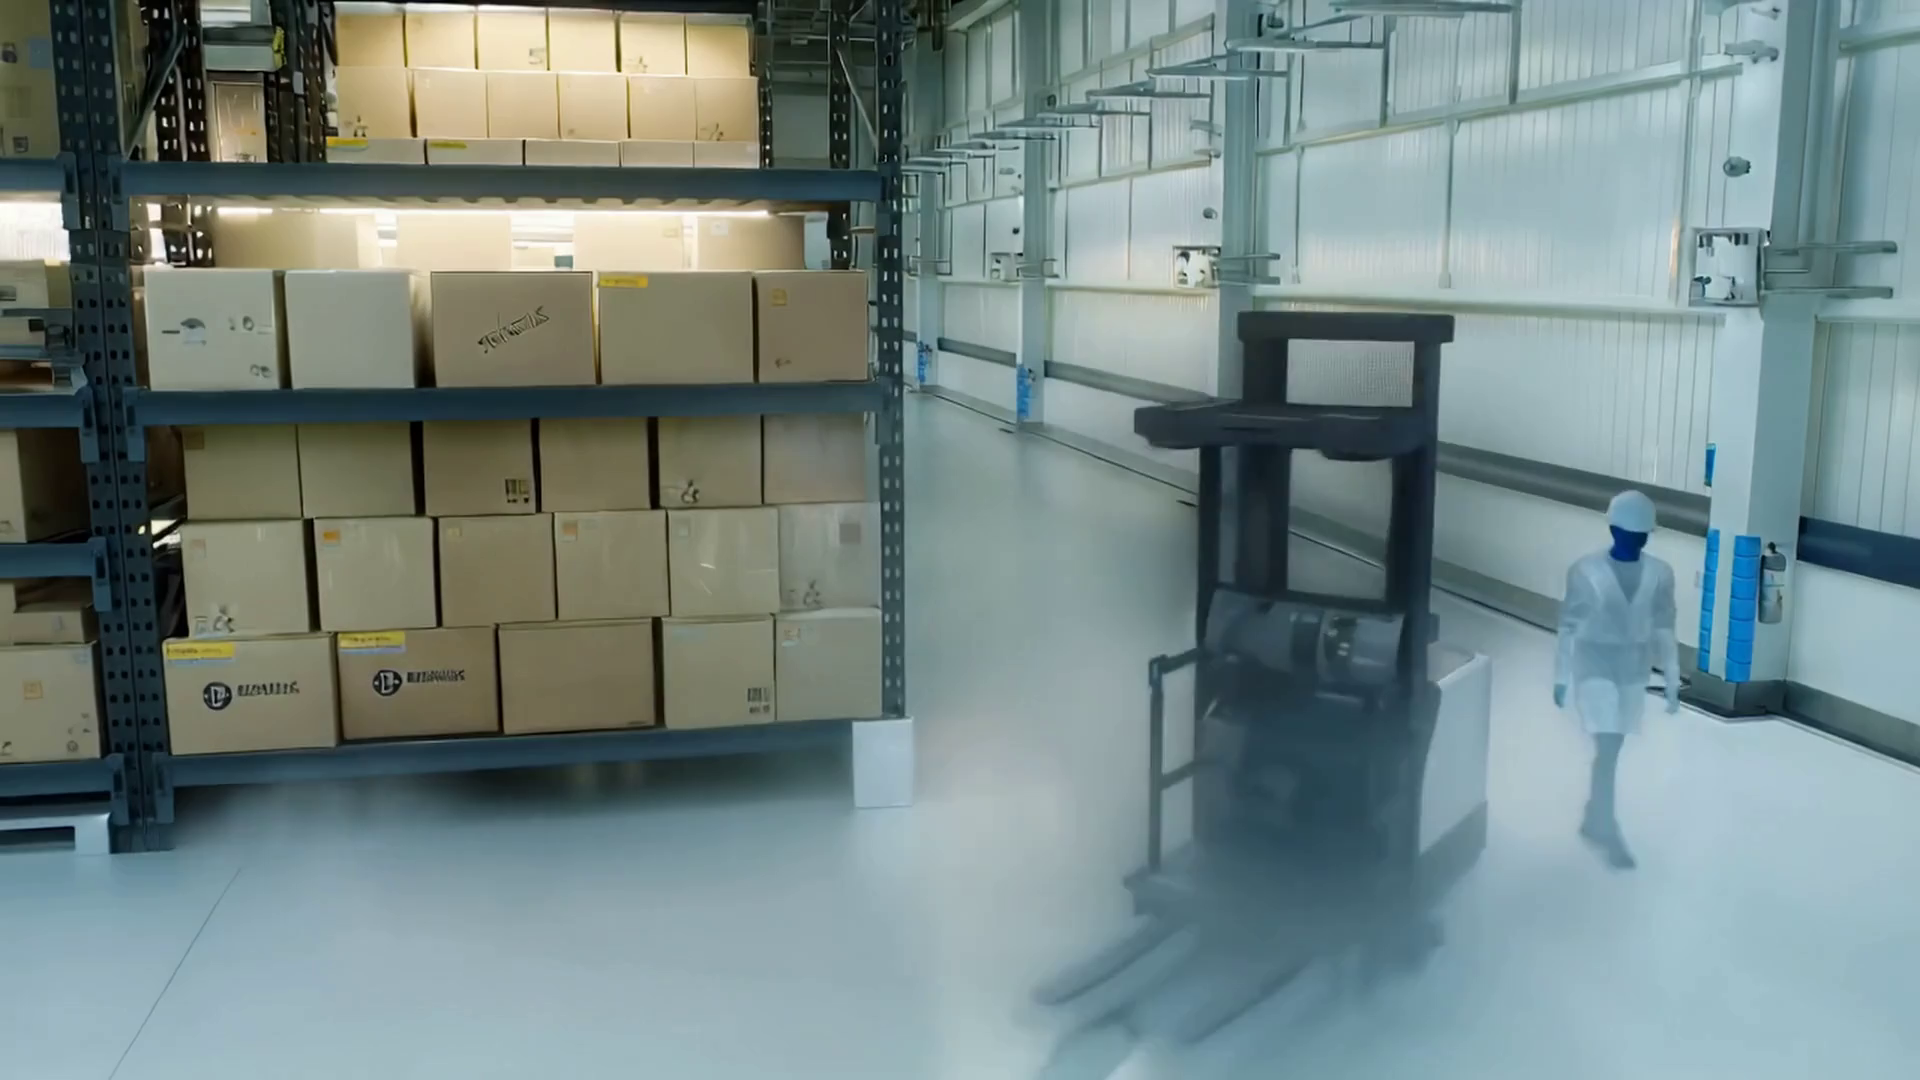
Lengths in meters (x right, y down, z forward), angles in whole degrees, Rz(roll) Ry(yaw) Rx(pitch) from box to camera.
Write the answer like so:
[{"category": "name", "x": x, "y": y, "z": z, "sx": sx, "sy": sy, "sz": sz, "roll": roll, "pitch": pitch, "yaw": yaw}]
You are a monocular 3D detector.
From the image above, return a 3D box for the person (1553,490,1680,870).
[{"category": "person", "x": 3.383, "y": 0.710, "z": 8.424, "sx": 0.577, "sy": 1.904, "sz": 0.860, "roll": -1, "pitch": 9, "yaw": -5}]

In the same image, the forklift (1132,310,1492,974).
[{"category": "forklift", "x": 1.779, "y": 0.310, "z": 7.910, "sx": 1.129, "sy": 2.768, "sz": 1.873, "roll": 6, "pitch": 11, "yaw": 34}]
